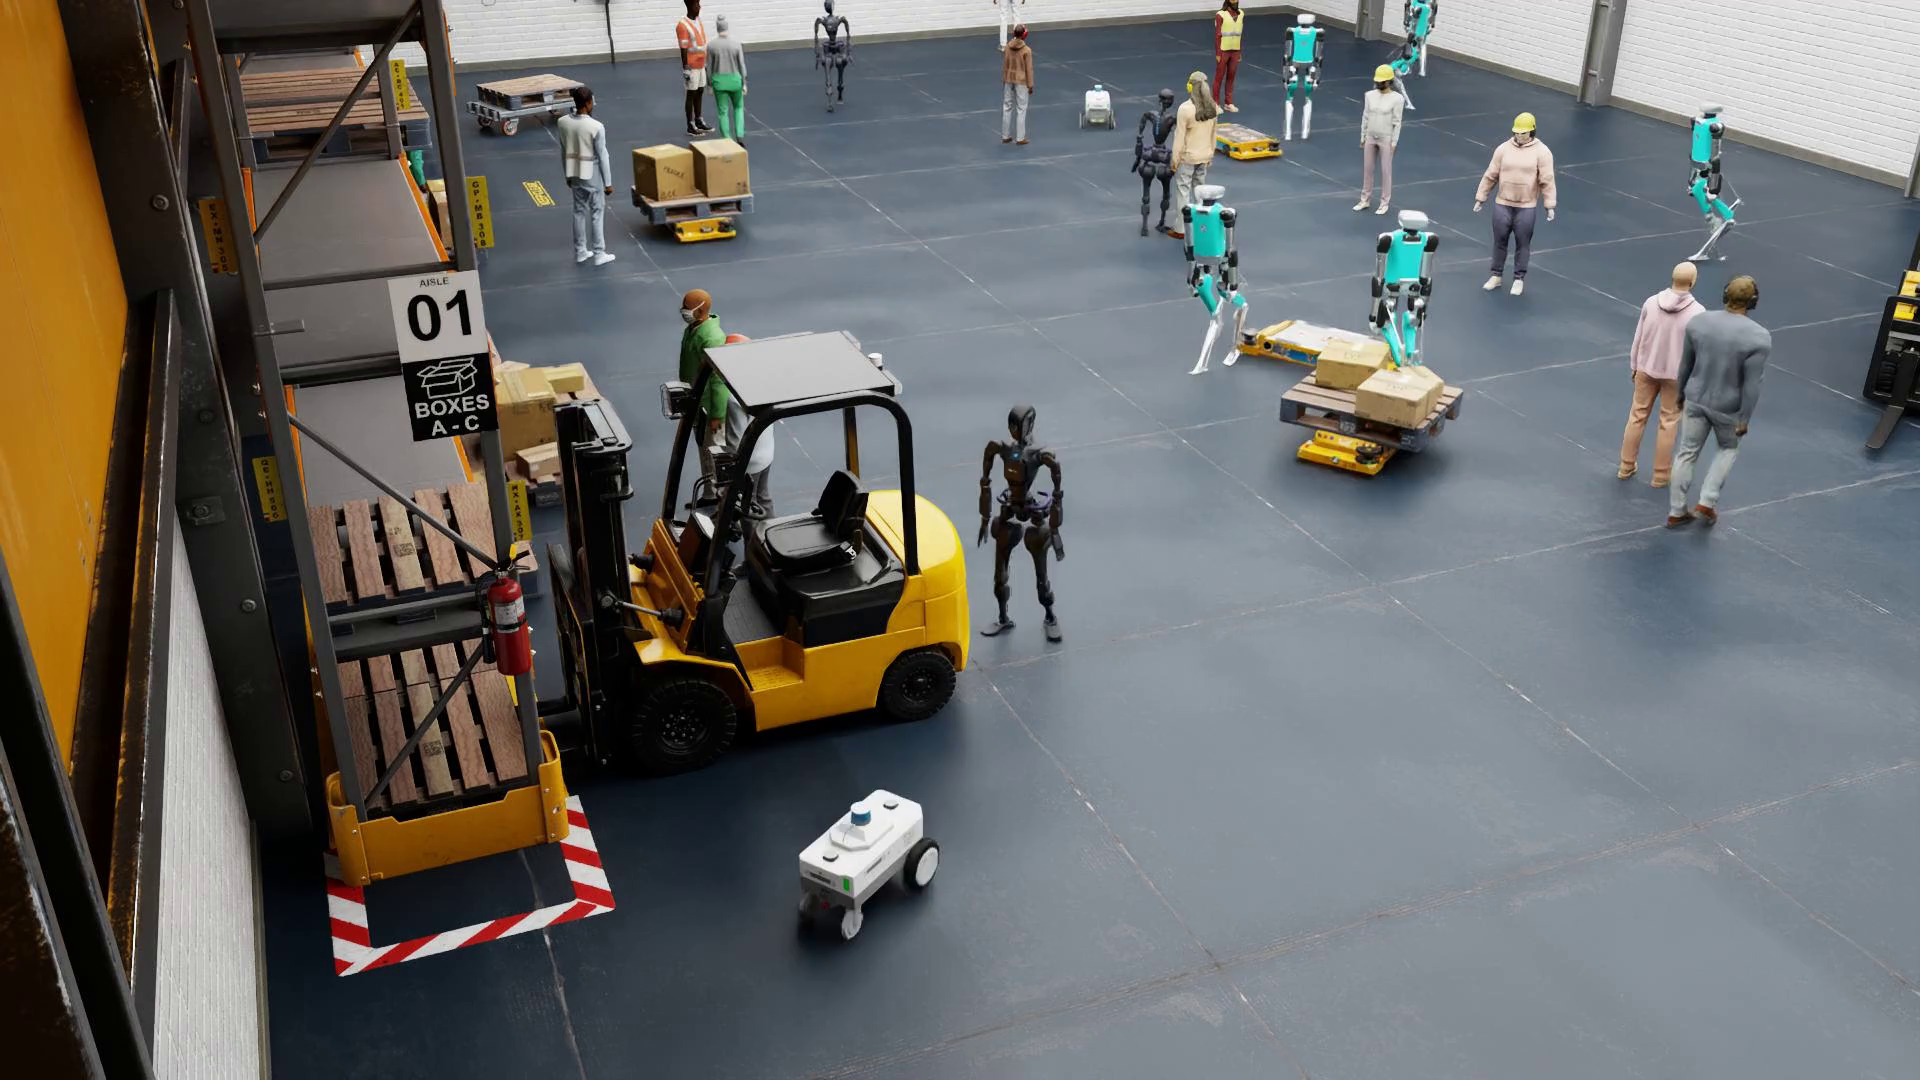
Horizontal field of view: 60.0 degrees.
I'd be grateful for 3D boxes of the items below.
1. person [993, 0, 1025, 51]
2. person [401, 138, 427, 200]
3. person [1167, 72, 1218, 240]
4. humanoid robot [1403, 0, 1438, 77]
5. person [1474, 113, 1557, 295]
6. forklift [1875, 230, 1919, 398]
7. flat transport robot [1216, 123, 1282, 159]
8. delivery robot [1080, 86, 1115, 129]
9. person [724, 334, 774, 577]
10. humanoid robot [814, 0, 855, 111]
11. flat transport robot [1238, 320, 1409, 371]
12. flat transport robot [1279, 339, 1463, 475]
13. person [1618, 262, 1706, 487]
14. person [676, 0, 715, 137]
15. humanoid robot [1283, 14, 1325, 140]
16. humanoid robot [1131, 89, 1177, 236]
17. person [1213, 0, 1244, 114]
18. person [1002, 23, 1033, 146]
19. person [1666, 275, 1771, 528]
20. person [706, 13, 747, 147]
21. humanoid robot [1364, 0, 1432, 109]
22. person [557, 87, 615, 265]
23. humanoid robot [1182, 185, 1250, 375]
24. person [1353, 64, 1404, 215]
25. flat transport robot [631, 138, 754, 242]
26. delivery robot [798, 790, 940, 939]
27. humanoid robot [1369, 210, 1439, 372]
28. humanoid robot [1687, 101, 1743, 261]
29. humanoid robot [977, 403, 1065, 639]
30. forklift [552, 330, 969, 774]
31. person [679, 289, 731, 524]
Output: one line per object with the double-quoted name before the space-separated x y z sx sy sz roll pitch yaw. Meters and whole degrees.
"person" 0.871 -9.568 29.222 0.585 1.881 0.342 -5 27 -9
"person" -5.995 -3.952 18.101 0.401 1.843 0.501 -19 32 -33
"person" 2.661 -4.345 18.858 0.568 1.867 0.398 -15 30 -27
"humanoid robot" 7.551 -8.473 27.213 0.531 1.772 0.790 11 29 22
"person" 5.736 -3.478 17.142 0.816 1.856 0.435 15 30 27
"forklift" 9.029 -2.397 14.618 1.214 2.155 2.313 18 32 32
"flat transport robot" 3.777 -5.515 22.957 0.659 0.231 1.431 -11 29 -21
"delivery robot" 2.001 -6.285 24.192 0.499 0.614 0.815 1 27 3
"person" -1.475 -0.588 11.521 0.350 1.738 0.572 8 28 15
"humanoid robot" -1.889 -7.315 25.035 0.606 1.633 0.794 0 27 0
"flat transport robot" 3.389 -1.775 15.518 1.431 0.231 0.659 20 33 34
"flat transport robot" 3.396 -0.927 13.831 0.659 0.231 1.431 17 31 30
"person" 5.423 -1.271 12.827 0.535 1.782 0.397 21 34 36
"person" -3.738 -6.713 23.452 0.361 1.961 0.613 9 28 17
"humanoid robot" 4.769 -6.454 23.174 0.532 1.766 0.746 6 27 13
"humanoid robot" 2.267 -4.336 19.063 0.612 1.640 0.542 12 29 22
"person" 3.989 -7.271 24.781 0.469 1.769 0.378 -13 29 -24
"person" 0.786 -6.279 22.945 0.474 1.643 0.327 14 30 26
"person" 5.502 -0.993 12.122 0.512 1.918 0.642 -24 35 -39
"person" -3.168 -6.218 22.605 0.537 1.834 0.408 -4 27 -9
"humanoid robot" 6.561 -7.404 25.114 0.939 1.772 0.554 17 32 31
"person" -4.031 -3.920 17.968 0.596 1.906 0.408 12 29 22
"humanoid robot" 2.404 -2.401 15.151 0.569 1.776 0.879 24 35 39
"person" 4.992 -4.772 19.824 0.513 1.759 0.332 23 35 38
"flat transport robot" -3.141 -3.789 19.524 0.659 0.231 1.431 -11 29 -21
"delivery robot" -0.487 1.605 8.488 0.499 0.604 0.801 16 31 29
"humanoid robot" 3.764 -1.806 13.975 0.545 1.827 0.709 -5 27 -10
"humanoid robot" 8.228 -3.797 18.022 0.787 1.893 0.546 -3 27 -5
"humanoid robot" 0.416 -0.128 10.667 0.602 1.643 0.372 11 29 21
"forklift" -1.094 0.010 9.831 2.313 2.155 1.214 -10 28 -20
"person" -1.871 -0.994 12.279 0.384 1.783 0.550 -14 30 -26
